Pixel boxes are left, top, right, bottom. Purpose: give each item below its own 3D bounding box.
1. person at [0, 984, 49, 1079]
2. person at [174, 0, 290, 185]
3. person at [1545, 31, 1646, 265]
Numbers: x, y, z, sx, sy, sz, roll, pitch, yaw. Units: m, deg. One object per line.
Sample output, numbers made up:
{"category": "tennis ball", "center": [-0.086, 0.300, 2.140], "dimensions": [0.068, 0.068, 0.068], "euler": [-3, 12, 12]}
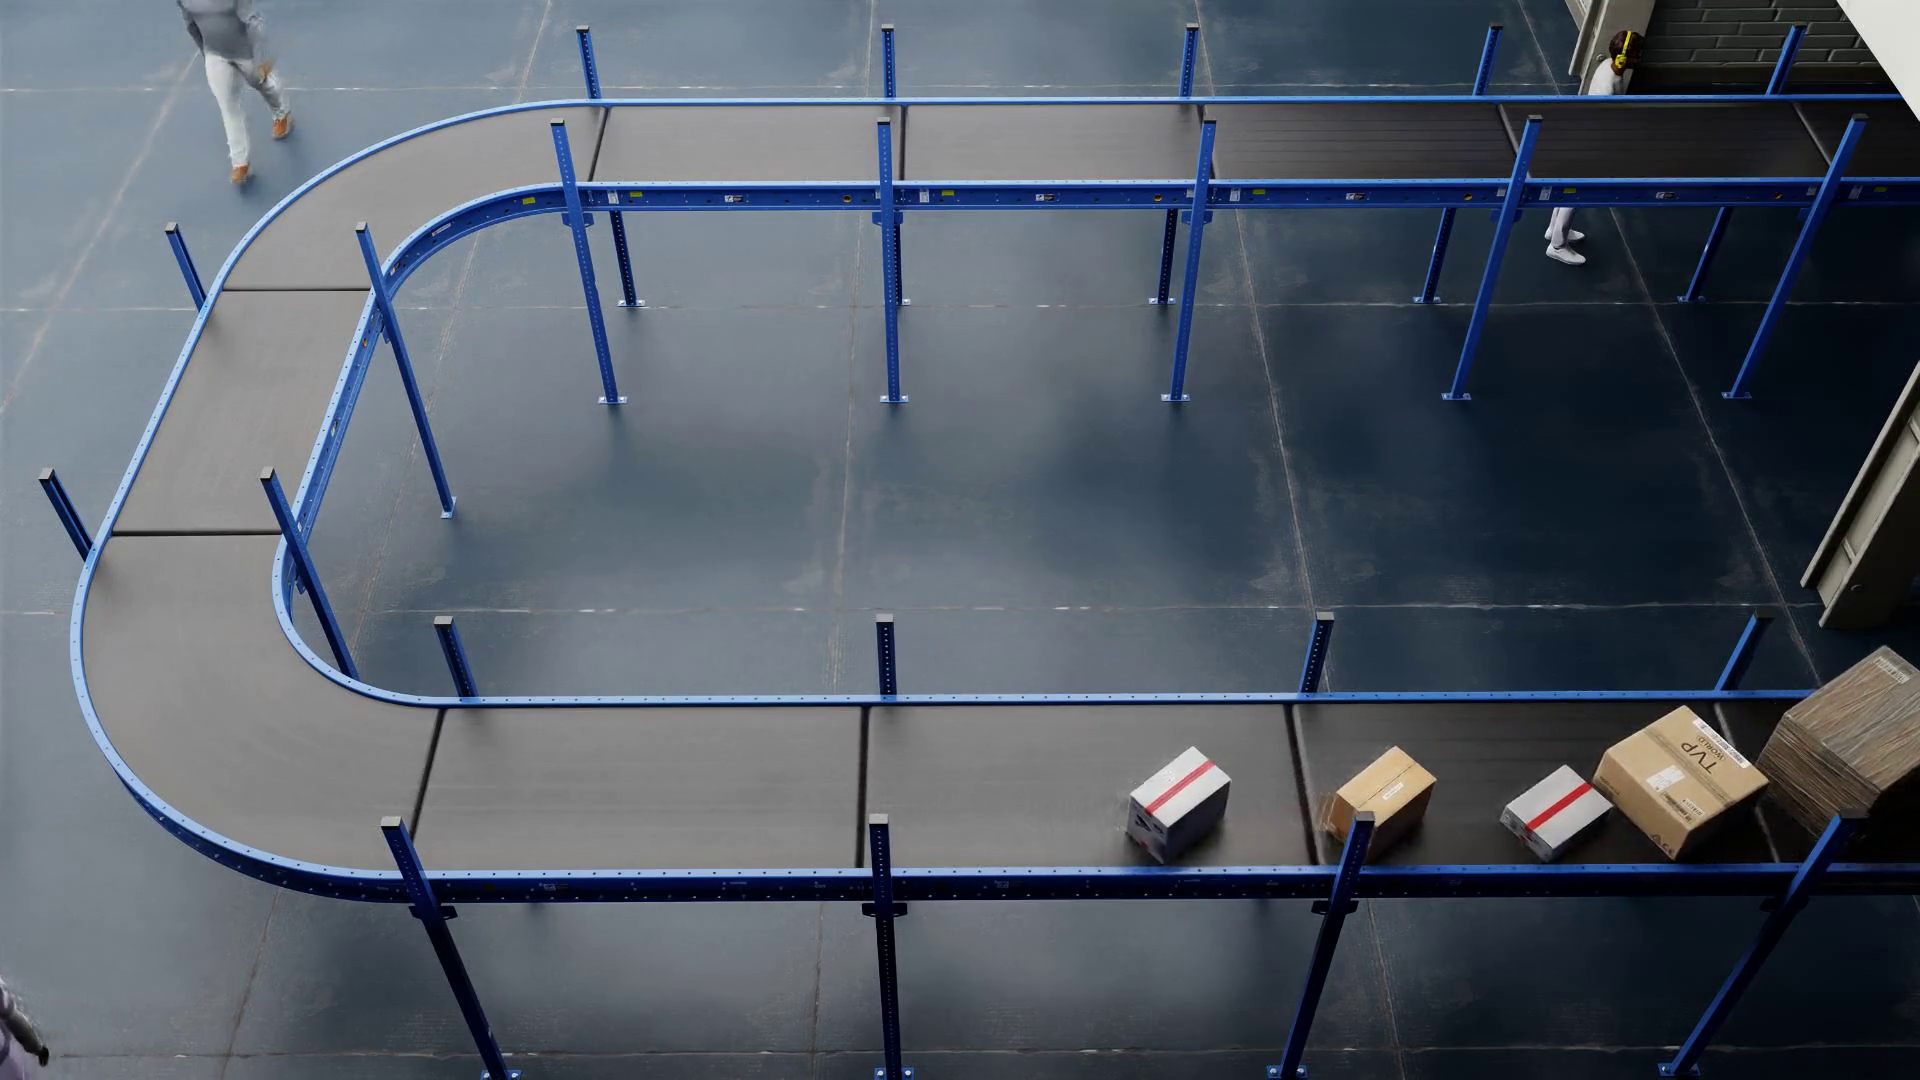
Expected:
{"category": "person", "center": [-4.347, 2.435, 7.732], "dimensions": [0.999, 1.862, 0.588], "euler": [13, 48, 12]}
{"category": "person", "center": [-5.762, -3.850, 13.590], "dimensions": [0.637, 1.890, 1.041], "euler": [-2, 47, -2]}
{"category": "person", "center": [4.706, -2.919, 12.724], "dimensions": [0.328, 1.872, 0.509], "euler": [10, 48, 9]}
